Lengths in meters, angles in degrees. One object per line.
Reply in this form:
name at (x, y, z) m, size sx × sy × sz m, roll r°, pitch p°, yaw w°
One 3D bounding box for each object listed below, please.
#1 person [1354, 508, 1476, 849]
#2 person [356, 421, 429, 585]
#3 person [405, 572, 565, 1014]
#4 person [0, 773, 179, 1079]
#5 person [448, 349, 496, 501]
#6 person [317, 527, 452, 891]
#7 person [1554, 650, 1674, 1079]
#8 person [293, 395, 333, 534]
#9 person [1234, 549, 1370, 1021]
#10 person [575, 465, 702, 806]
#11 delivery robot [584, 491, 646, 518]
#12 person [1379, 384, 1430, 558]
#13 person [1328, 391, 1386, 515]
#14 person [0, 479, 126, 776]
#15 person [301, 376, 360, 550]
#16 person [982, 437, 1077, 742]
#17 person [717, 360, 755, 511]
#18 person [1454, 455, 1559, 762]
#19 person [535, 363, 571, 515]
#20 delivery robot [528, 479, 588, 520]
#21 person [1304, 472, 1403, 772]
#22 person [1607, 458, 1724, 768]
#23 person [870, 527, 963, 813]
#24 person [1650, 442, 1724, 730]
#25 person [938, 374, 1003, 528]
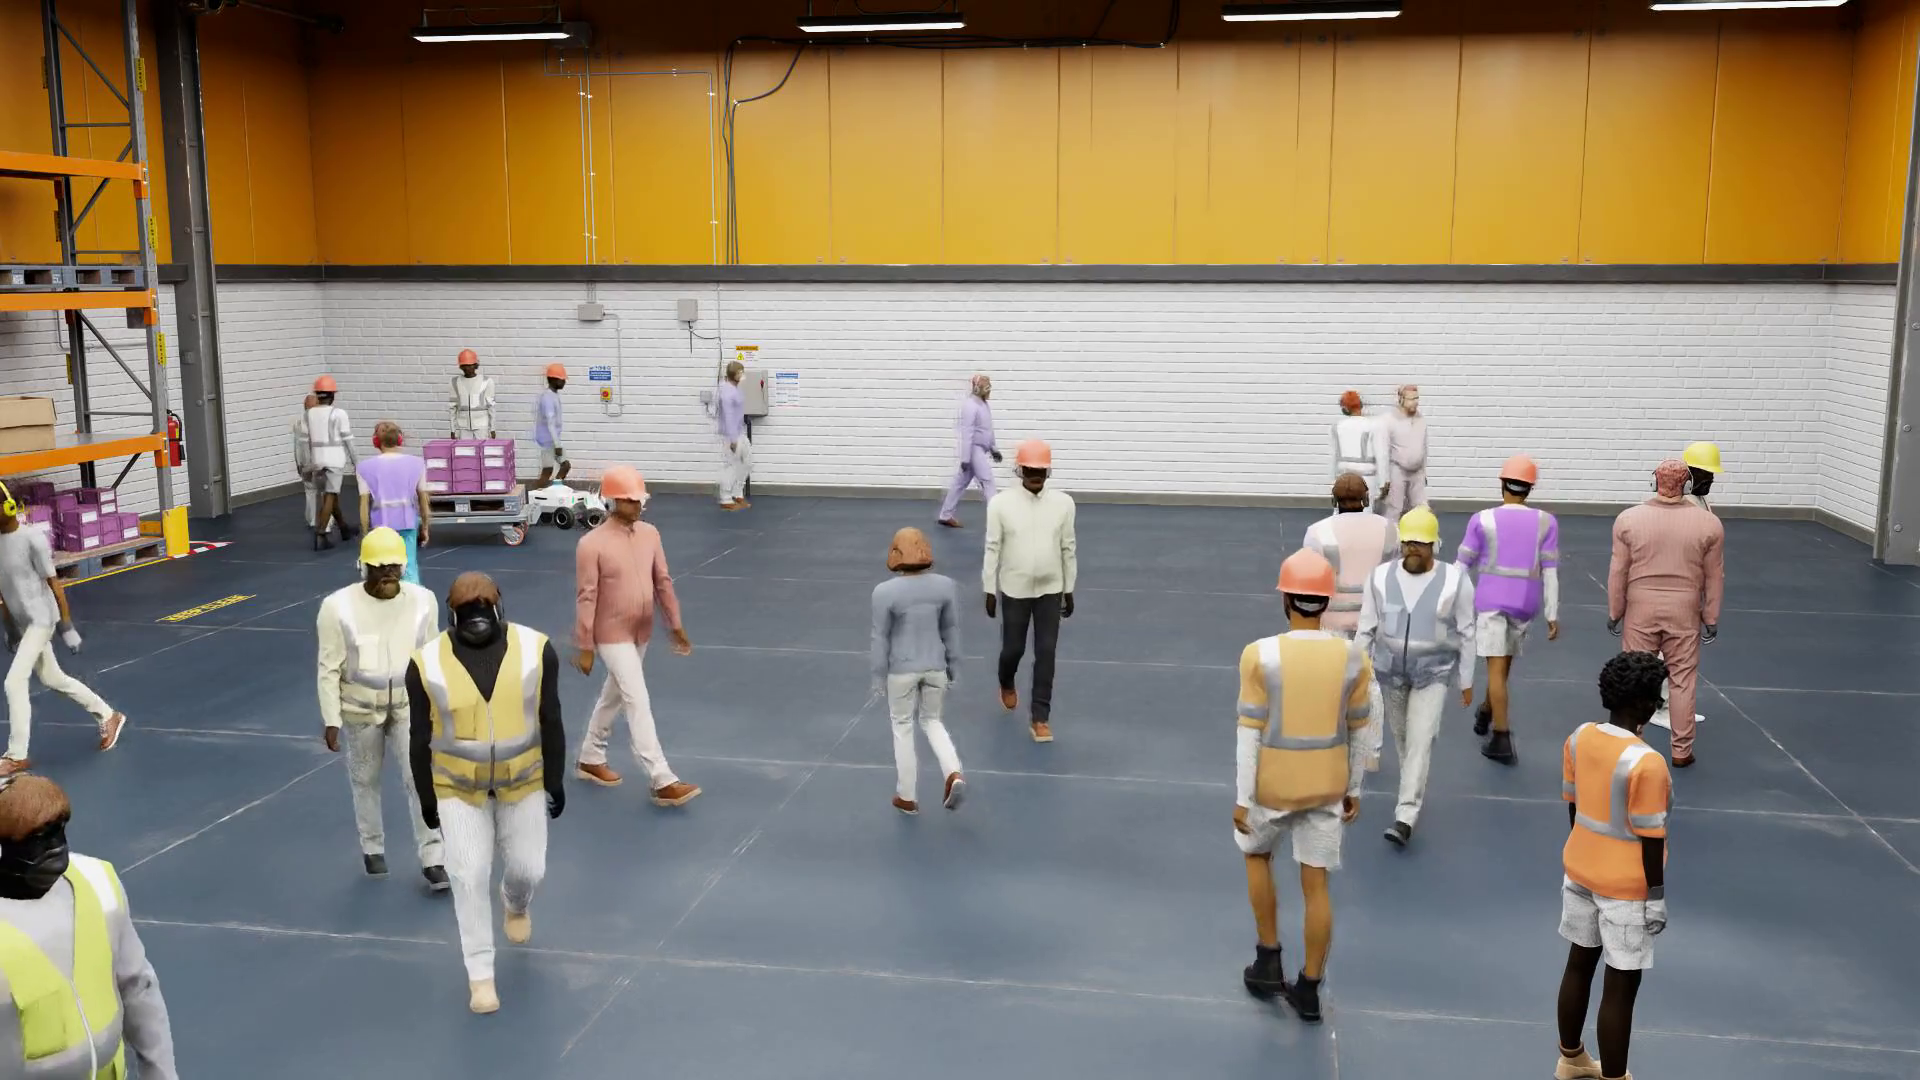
person at (2.408, 0.714, 8.915) m, size 0.617 × 1.780 × 0.949 m, roll 5°, pitch 11°, yaw 30°
person at (-4.713, -0.092, 13.891) m, size 0.579 × 1.805 × 0.942 m, roll -5°, pitch 11°, yaw -30°
person at (-1.989, 1.007, 7.001) m, size 0.629 × 1.823 × 0.626 m, roll -3°, pitch 10°, yaw -20°
person at (-2.220, 1.470, 4.180) m, size 0.919 × 1.798 × 0.659 m, roll 3°, pitch 10°, yaw 19°
person at (-6.425, -1.501, 21.929) m, size 0.609 × 2.032 × 0.410 m, roll 0°, pitch 9°, yaw -2°
person at (-2.797, 0.840, 8.119) m, size 0.616 × 1.799 × 0.831 m, roll -5°, pitch 10°, yaw -29°
person at (2.370, 1.231, 6.011) m, size 0.319 × 1.693 × 0.532 m, roll -2°, pitch 9°, yaw -13°
person at (-7.493, -0.887, 19.437) m, size 0.525 × 1.597 × 0.835 m, roll -4°, pitch 10°, yaw -21°
person at (1.381, 0.984, 6.843) m, size 0.567 × 1.914 × 0.591 m, roll -1°, pitch 9°, yaw -5°
person at (-1.897, 0.534, 9.575) m, size 1.022 × 1.944 × 0.625 m, roll 5°, pitch 10°, yaw 29°
delivery robot at (-4.075, -0.450, 19.670) m, size 0.707 × 0.478 × 0.477 m, roll -1°, pitch 9°, yaw -8°
person at (4.614, -0.679, 17.257) m, size 0.674 × 1.888 × 0.427 m, roll -5°, pitch 10°, yaw -26°
person at (3.914, -0.550, 16.574) m, size 0.682 × 1.856 × 0.374 m, roll 9°, pitch 13°, yaw 44°
person at (-5.612, 0.497, 10.230) m, size 0.524 × 1.813 × 0.934 m, roll 6°, pitch 11°, yaw 33°
person at (-6.951, -0.861, 18.410) m, size 0.558 × 1.891 × 0.964 m, roll 3°, pitch 10°, yaw 17°
person at (0.451, 0.297, 10.924) m, size 0.632 × 1.976 × 0.715 m, roll -2°, pitch 9°, yaw -11°
person at (-2.817, -1.307, 21.043) m, size 0.555 × 1.919 × 0.666 m, roll 1°, pitch 9°, yaw 3°
person at (3.409, 0.403, 10.566) m, size 0.675 × 1.869 × 0.994 m, roll 1°, pitch 9°, yaw 4°
person at (-5.053, -1.246, 20.707) m, size 0.611 × 1.906 × 0.601 m, roll -1°, pitch 9°, yaw -7°
delivery robot at (-4.798, -0.480, 19.855) m, size 0.707 × 0.478 × 0.477 m, roll 4°, pitch 10°, yaw 24°
person at (2.344, 0.505, 10.066) m, size 0.624 × 1.841 × 0.430 m, roll -1°, pitch 9°, yaw -7°
person at (4.320, 0.445, 10.221) m, size 0.652 × 1.906 × 0.409 m, roll 3°, pitch 10°, yaw 20°
person at (-0.224, 0.745, 9.238) m, size 0.517 × 1.618 × 0.475 m, roll -5°, pitch 10°, yaw -26°
person at (4.837, 0.301, 11.074) m, size 0.383 × 1.922 × 0.587 m, roll 7°, pitch 12°, yaw 37°
person at (0.194, -1.026, 19.579) m, size 1.025 × 1.851 × 0.628 m, roll 1°, pitch 9°, yaw 7°
